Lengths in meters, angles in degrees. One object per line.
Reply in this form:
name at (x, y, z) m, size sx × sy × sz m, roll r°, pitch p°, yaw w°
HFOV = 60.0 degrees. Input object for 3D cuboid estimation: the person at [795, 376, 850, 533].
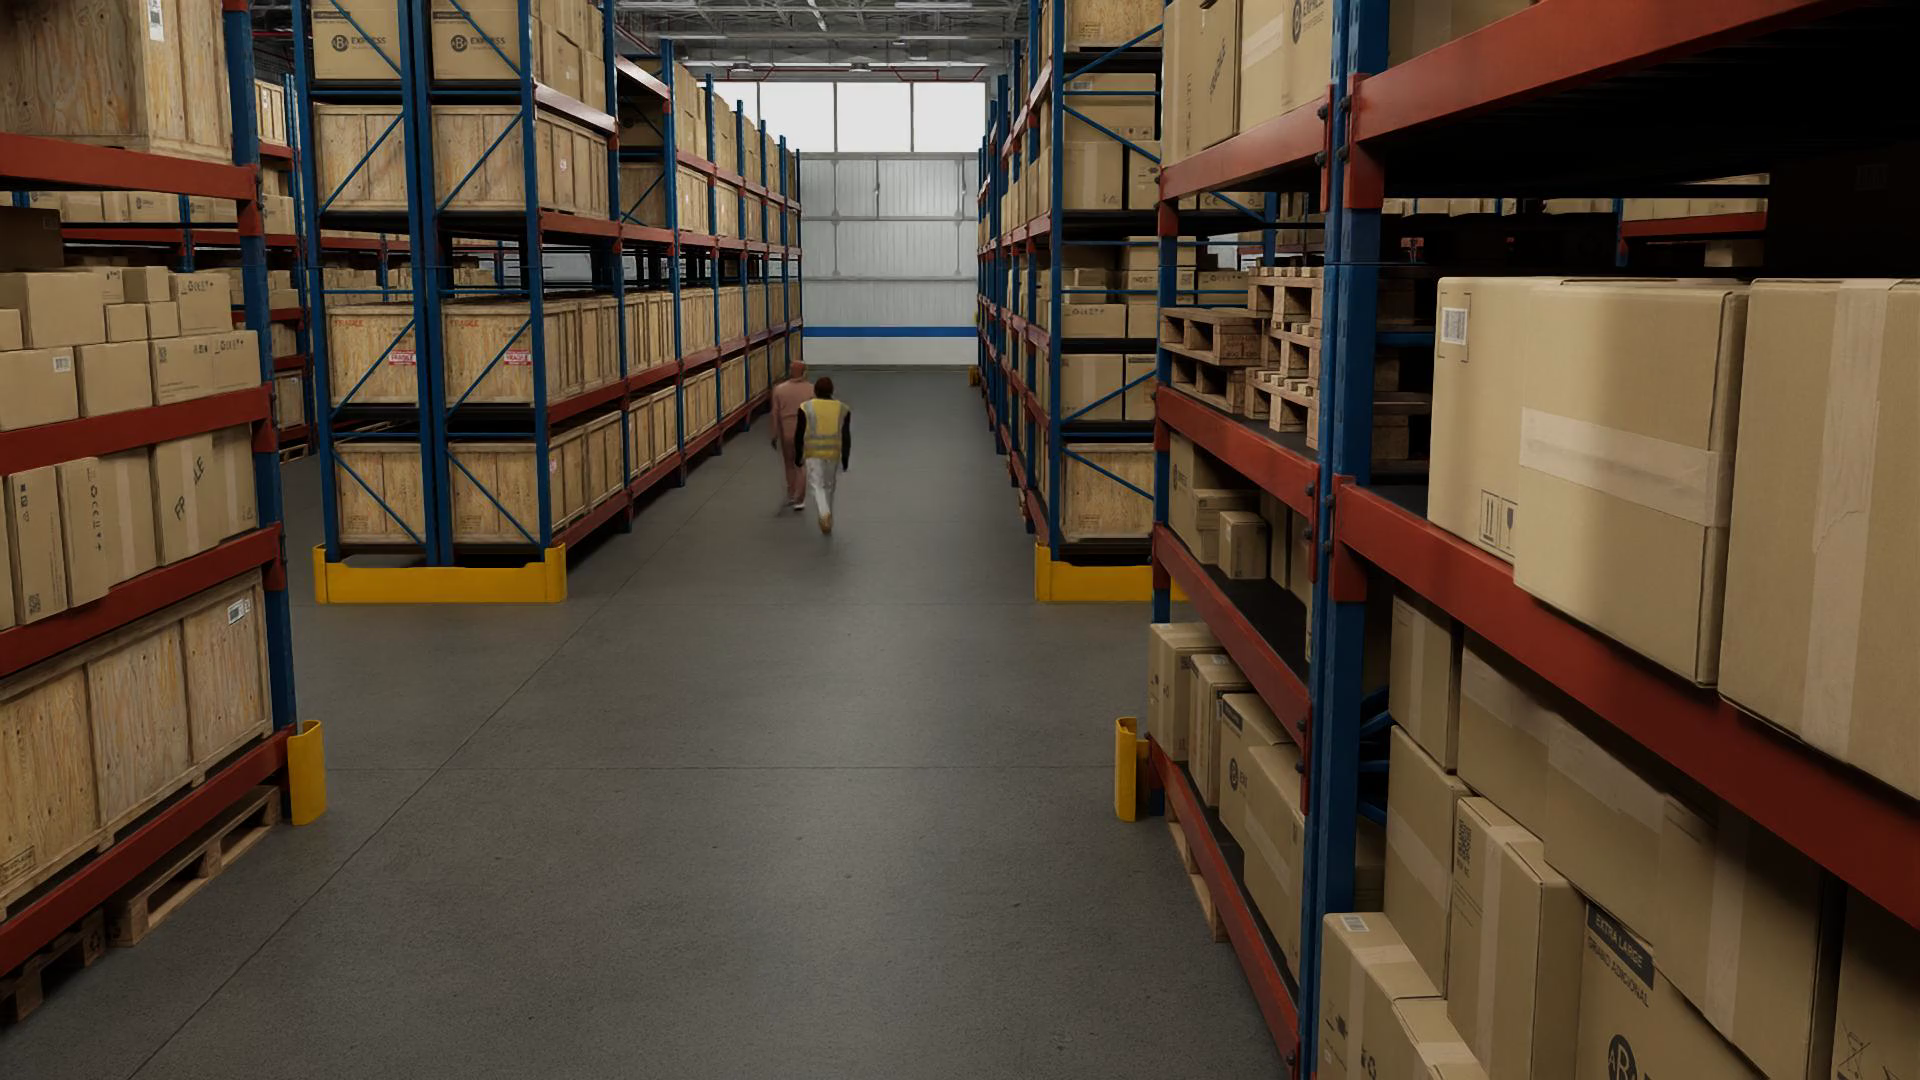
person at (-1.566, -0.980, 19.125) m, size 0.634 × 1.816 × 0.765 m, roll -4°, pitch 10°, yaw -23°

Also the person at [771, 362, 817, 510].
person at (-2.037, -1.336, 21.175) m, size 0.676 × 1.850 × 0.999 m, roll 1°, pitch 9°, yaw 4°
